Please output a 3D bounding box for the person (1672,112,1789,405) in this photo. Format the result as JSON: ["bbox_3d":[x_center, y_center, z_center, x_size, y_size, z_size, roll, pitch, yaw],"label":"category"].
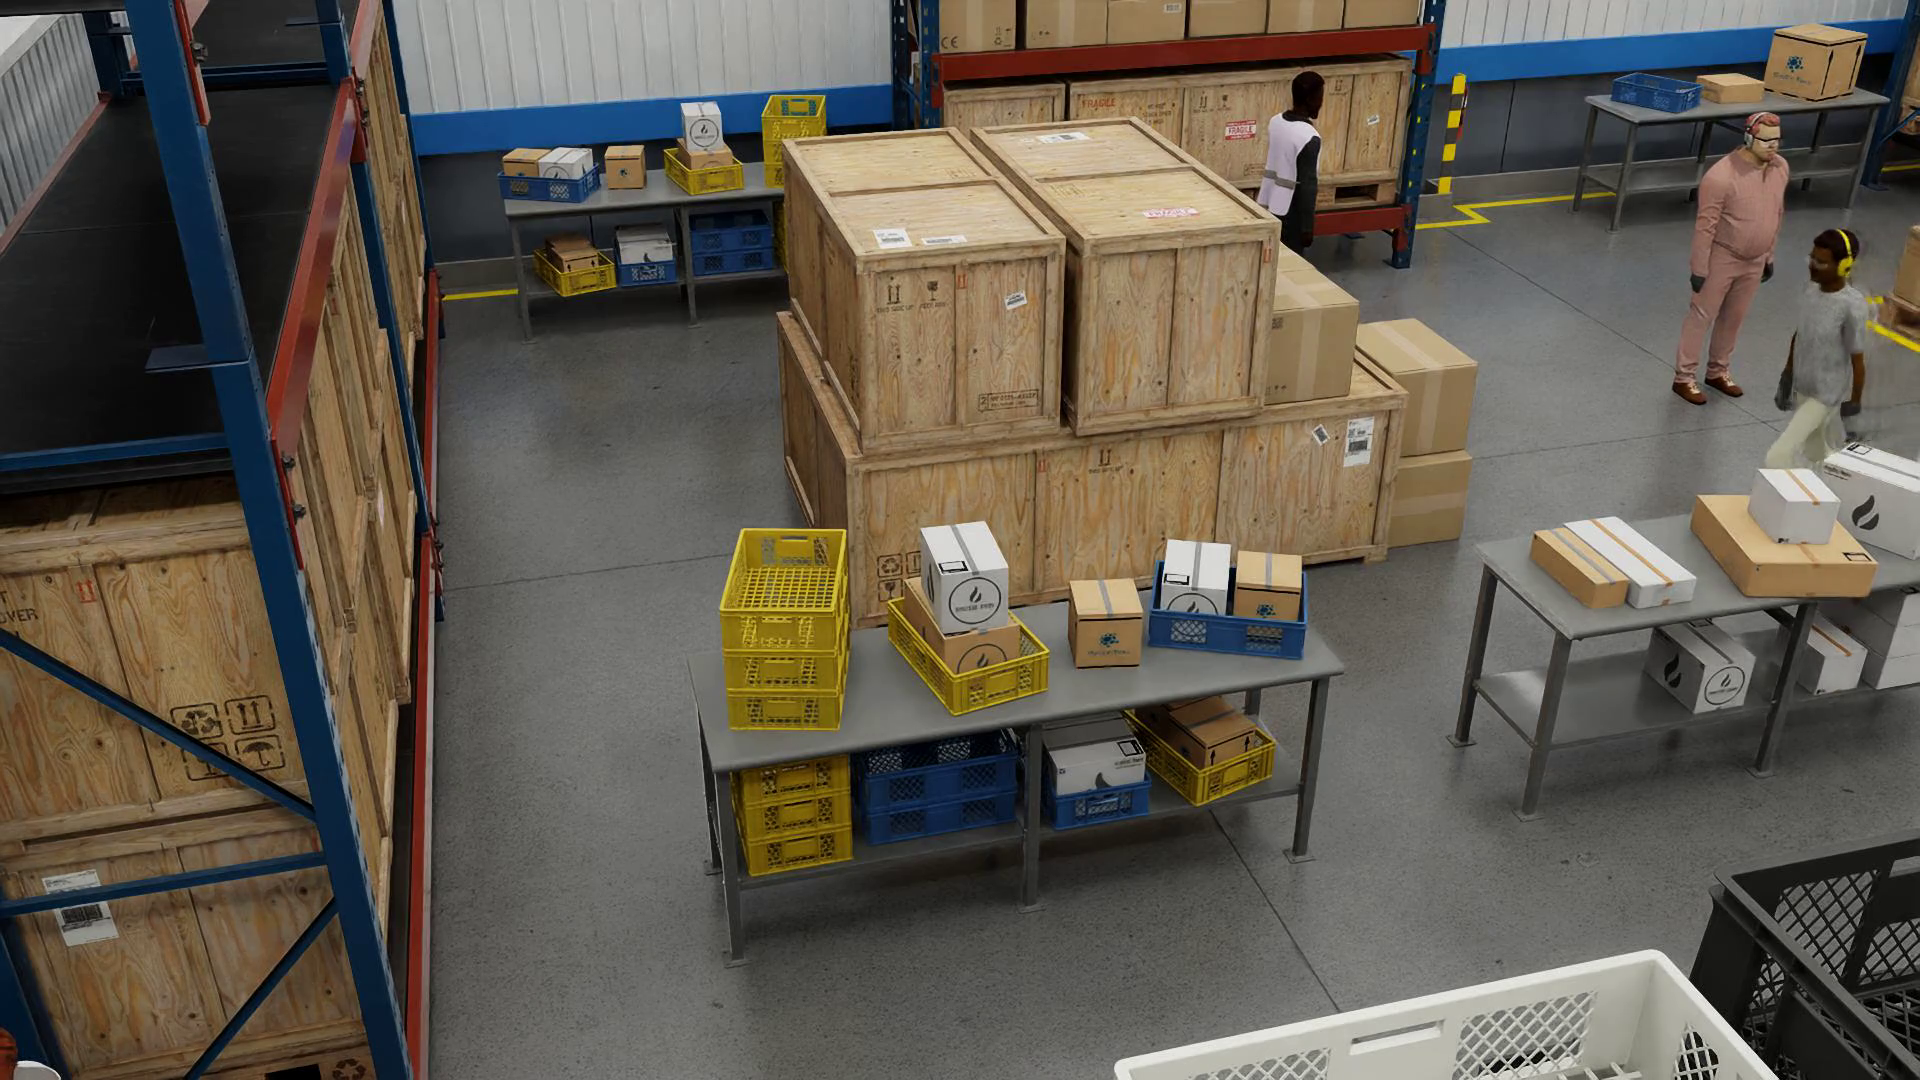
[{"bbox_3d":[4.973,-1.800,10.686,0.647,1.901,0.402,-10,30,-18],"label":"person"}]

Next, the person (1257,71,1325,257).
[{"bbox_3d":[2.276,-2.279,11.547,0.382,1.905,0.592,-8,30,-15],"label":"person"}]

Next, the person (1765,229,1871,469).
[{"bbox_3d":[4.698,-0.800,8.956,0.948,1.828,0.556,-2,29,-4],"label":"person"}]

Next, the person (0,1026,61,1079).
[{"bbox_3d":[-2.174,1.883,4.011,0.355,1.885,0.575,-12,31,-21],"label":"person"}]
